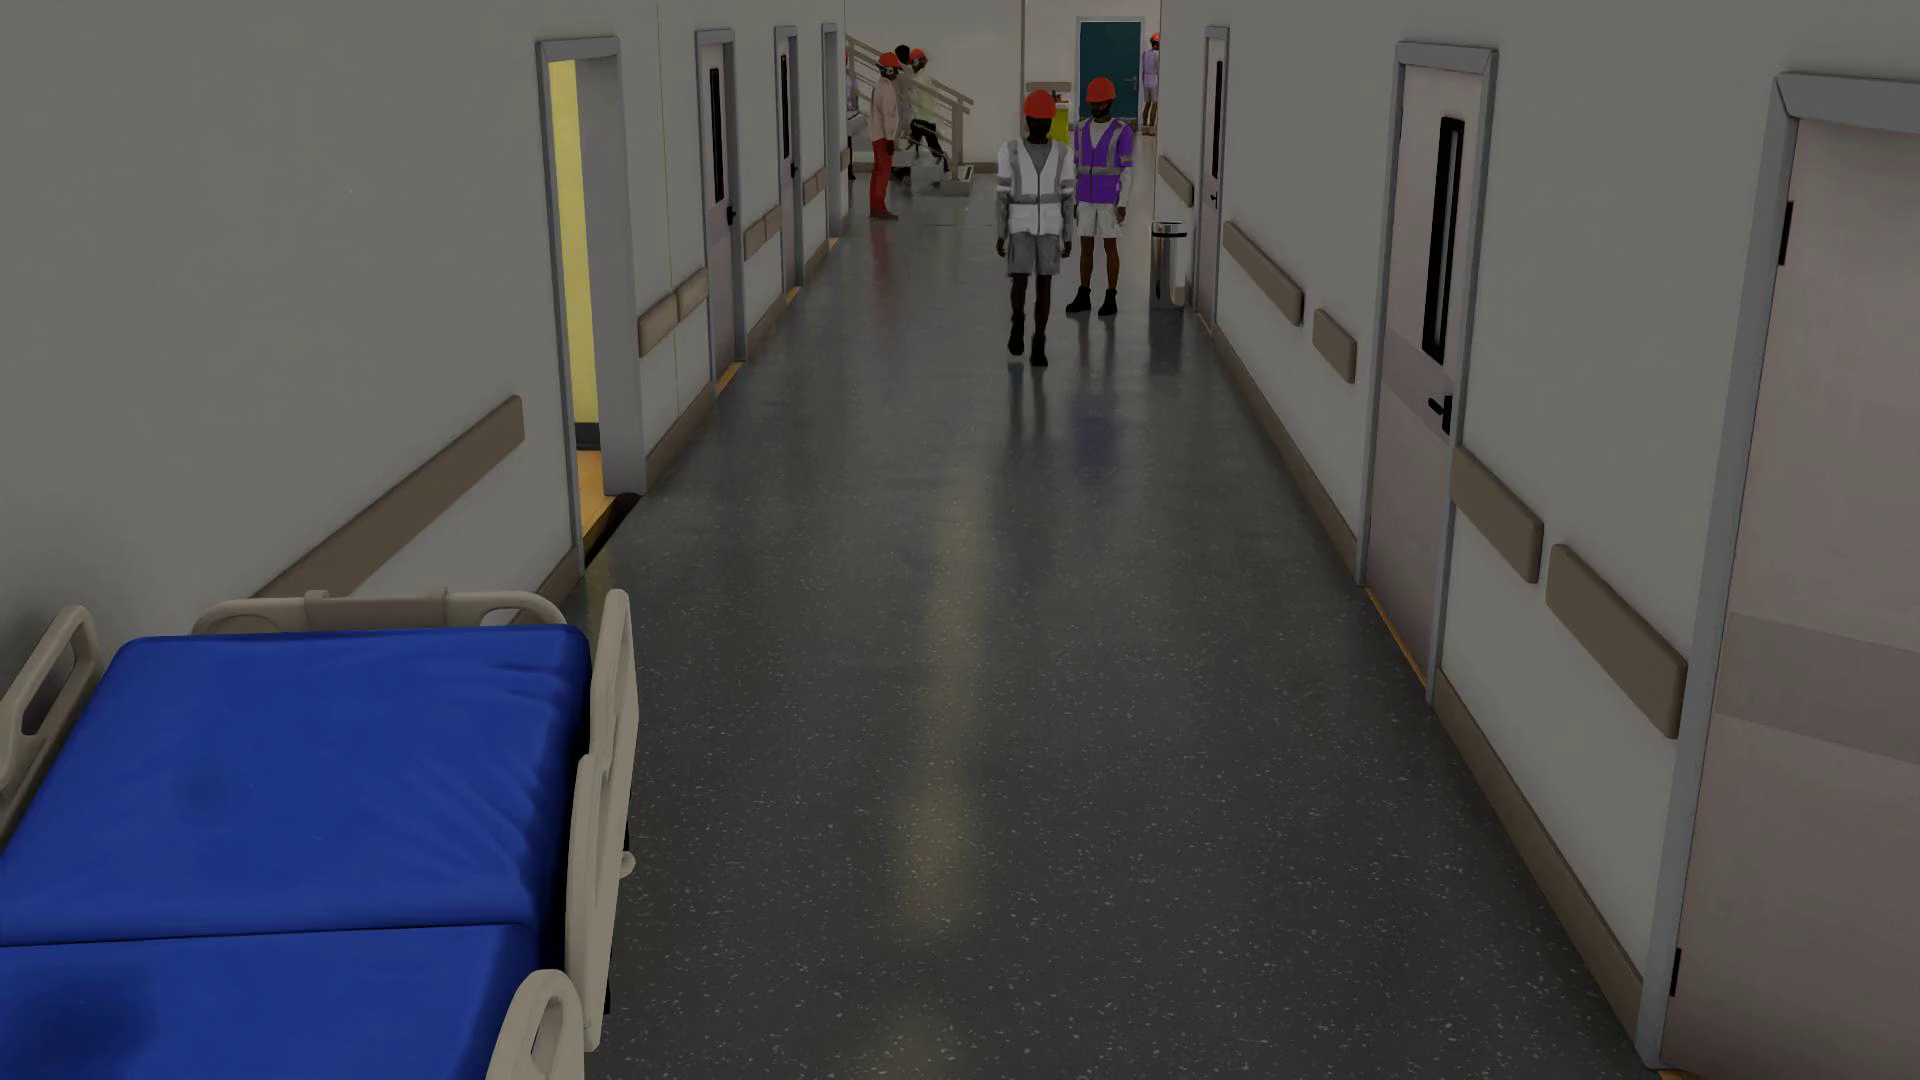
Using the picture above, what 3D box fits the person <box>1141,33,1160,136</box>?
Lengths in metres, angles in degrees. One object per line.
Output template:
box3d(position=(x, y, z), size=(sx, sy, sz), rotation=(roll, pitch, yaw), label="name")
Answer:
box3d(position=(3.939, -9.237, 33.747), size=(0.410, 2.032, 0.609), rotation=(-12, 21, -33), label="person")

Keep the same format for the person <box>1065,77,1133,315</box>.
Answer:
box3d(position=(1.147, -2.838, 13.782), size=(0.542, 1.937, 0.360), rotation=(11, 20, 30), label="person")

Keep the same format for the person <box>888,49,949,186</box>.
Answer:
box3d(position=(-0.589, -6.085, 24.011), size=(1.033, 1.917, 0.659), rotation=(2, 18, 6), label="person")

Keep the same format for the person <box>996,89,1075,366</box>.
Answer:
box3d(position=(0.536, -2.202, 11.797), size=(0.564, 1.927, 0.421), rotation=(-3, 18, -8), label="person")

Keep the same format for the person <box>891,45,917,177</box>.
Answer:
box3d(position=(-0.830, -6.471, 25.173), size=(0.697, 1.960, 0.366), rotation=(-11, 21, -30), label="person")

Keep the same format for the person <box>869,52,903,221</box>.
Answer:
box3d(position=(-0.884, -4.864, 20.094), size=(0.428, 1.982, 0.631), rotation=(-4, 18, -13), label="person")
